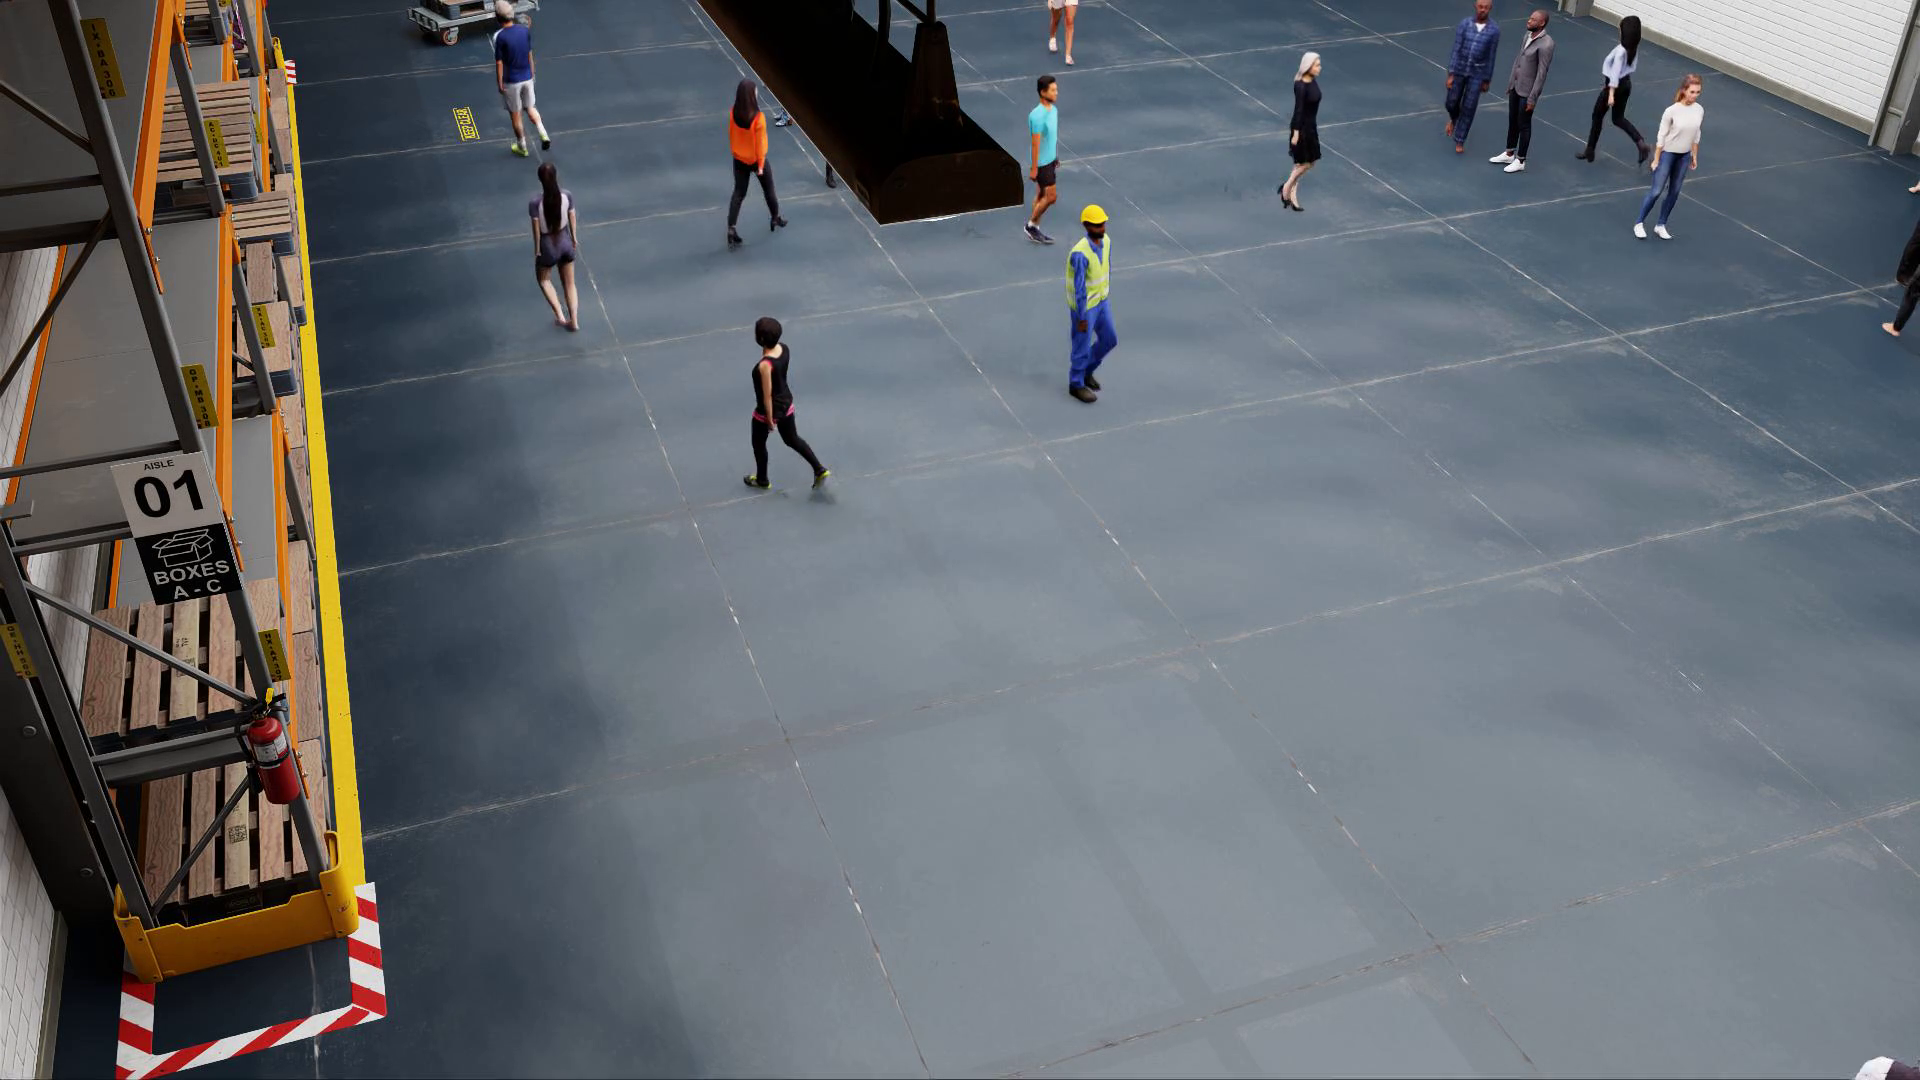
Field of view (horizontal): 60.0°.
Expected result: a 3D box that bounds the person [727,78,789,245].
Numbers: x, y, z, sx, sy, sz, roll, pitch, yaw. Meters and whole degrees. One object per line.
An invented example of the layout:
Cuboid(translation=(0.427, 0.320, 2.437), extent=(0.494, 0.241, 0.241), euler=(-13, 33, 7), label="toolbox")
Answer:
Cuboid(translation=(-2.225, -3.864, 17.139), extent=(1.109, 1.711, 1.099), euler=(20, 39, 27), label="person")

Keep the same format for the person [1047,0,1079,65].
Cuboid(translation=(1.366, -7.329, 22.403), extent=(0.747, 1.654, 1.192), euler=(-4, 34, -6), label="person")

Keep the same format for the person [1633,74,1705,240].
Cuboid(translation=(7.418, -3.993, 17.326), extent=(0.656, 1.720, 0.588), euler=(-5, 34, -7), label="person")

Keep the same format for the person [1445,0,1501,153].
Cuboid(translation=(5.974, -5.505, 19.522), extent=(0.930, 1.806, 1.011), euler=(10, 35, 15), label="person")

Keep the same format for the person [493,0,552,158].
Cuboid(translation=(-5.063, -5.299, 19.193), extent=(0.982, 1.828, 0.863), euler=(28, 42, 35), label="person")

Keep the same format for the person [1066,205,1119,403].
Cuboid(translation=(1.055, -2.059, 14.340), extent=(0.825, 1.803, 0.802), euler=(24, 40, 31), label="person")

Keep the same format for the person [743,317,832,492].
Cuboid(translation=(-1.382, -1.032, 13.044), extent=(1.013, 1.528, 0.926), euler=(16, 37, 22), label="person")

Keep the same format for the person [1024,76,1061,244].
Cuboid(translation=(0.773, -3.907, 17.154), extent=(0.816, 1.766, 0.747), euler=(13, 36, 18), label="person")

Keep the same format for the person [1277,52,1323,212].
Cuboid(translation=(3.617, -4.403, 17.928), extent=(0.838, 1.736, 0.777), euler=(16, 37, 23), label="person")

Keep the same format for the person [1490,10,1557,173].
Cuboid(translation=(6.453, -5.124, 18.939), extent=(0.794, 1.818, 0.566), euler=(-7, 34, -11), label="person")

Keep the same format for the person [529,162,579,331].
Cuboid(translation=(-3.714, -2.677, 15.421), extent=(0.663, 1.636, 0.651), euler=(-22, 39, -29), label="person")

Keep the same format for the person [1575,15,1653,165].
Cuboid(translation=(7.566, -5.060, 18.936), extent=(1.181, 1.713, 0.952), euler=(28, 42, 35), label="person")
